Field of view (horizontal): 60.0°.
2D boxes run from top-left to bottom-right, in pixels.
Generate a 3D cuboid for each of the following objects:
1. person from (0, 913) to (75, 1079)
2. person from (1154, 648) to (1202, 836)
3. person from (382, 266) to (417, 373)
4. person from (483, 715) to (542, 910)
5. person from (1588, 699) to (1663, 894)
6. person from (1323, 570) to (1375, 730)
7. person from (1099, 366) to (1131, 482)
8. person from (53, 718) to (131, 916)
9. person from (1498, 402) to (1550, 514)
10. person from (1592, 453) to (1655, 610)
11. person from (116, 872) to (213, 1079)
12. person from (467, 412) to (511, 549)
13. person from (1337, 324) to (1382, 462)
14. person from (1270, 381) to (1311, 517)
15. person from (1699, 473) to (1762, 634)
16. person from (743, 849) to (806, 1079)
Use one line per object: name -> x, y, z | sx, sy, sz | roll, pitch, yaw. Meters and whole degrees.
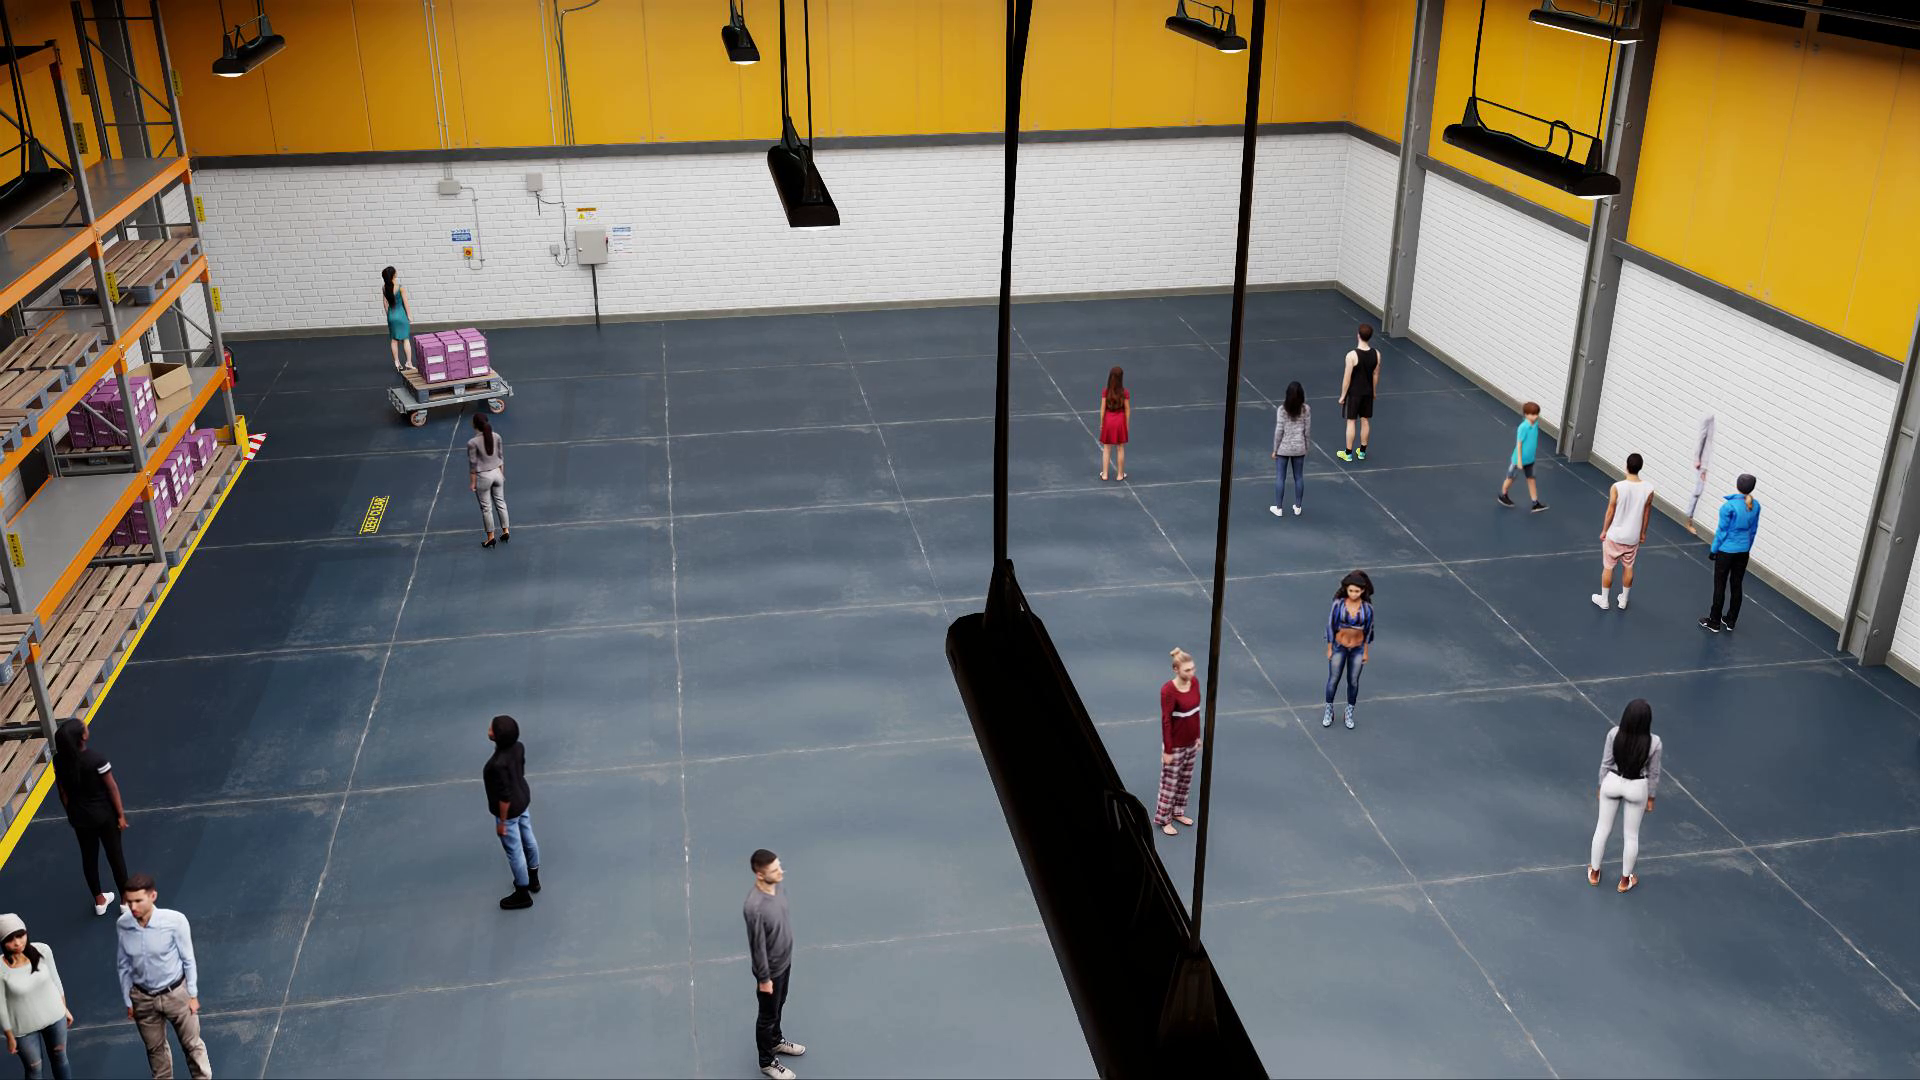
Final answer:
person -> -6.098, 3.167, 10.973 | 0.693, 1.645, 0.641 | 17, 29, 34
person -> 1.880, 1.712, 14.235 | 0.688, 1.698, 0.691 | -20, 31, -39
person -> -8.836, -3.476, 26.119 | 0.613, 1.686, 0.574 | 3, 24, 8
person -> -3.559, 2.143, 13.244 | 0.699, 1.702, 0.581 | 4, 24, 9
person -> 5.376, 2.042, 13.448 | 0.676, 1.725, 0.712 | 12, 26, 26
person -> 3.704, 1.044, 15.866 | 0.674, 1.615, 0.667 | 5, 24, 11
person -> 2.029, -1.534, 21.842 | 0.621, 1.554, 0.679 | 3, 24, 6
person -> -6.841, 2.174, 13.139 | 0.655, 1.728, 0.624 | 1, 24, 2
person -> 7.040, -1.058, 20.929 | 0.752, 1.413, 1.011 | -13, 27, -27
person -> 7.277, -0.089, 18.245 | 0.689, 1.787, 0.622 | 0, 24, 1
person -> -5.310, 3.015, 11.068 | 0.647, 1.848, 0.611 | -3, 24, -6
person -> -5.628, -0.718, 19.820 | 0.767, 1.677, 0.723 | 19, 30, 37
person -> 5.398, -1.991, 22.464 | 0.684, 1.892, 0.590 | -6, 24, -13
person -> 4.119, -1.147, 20.735 | 0.618, 1.731, 0.534 | -3, 24, -6
person -> 8.242, 0.130, 17.732 | 0.620, 1.796, 0.521 | -3, 24, -6
person -> -1.304, 2.894, 11.453 | 0.748, 1.761, 0.606 | 5, 24, 10
